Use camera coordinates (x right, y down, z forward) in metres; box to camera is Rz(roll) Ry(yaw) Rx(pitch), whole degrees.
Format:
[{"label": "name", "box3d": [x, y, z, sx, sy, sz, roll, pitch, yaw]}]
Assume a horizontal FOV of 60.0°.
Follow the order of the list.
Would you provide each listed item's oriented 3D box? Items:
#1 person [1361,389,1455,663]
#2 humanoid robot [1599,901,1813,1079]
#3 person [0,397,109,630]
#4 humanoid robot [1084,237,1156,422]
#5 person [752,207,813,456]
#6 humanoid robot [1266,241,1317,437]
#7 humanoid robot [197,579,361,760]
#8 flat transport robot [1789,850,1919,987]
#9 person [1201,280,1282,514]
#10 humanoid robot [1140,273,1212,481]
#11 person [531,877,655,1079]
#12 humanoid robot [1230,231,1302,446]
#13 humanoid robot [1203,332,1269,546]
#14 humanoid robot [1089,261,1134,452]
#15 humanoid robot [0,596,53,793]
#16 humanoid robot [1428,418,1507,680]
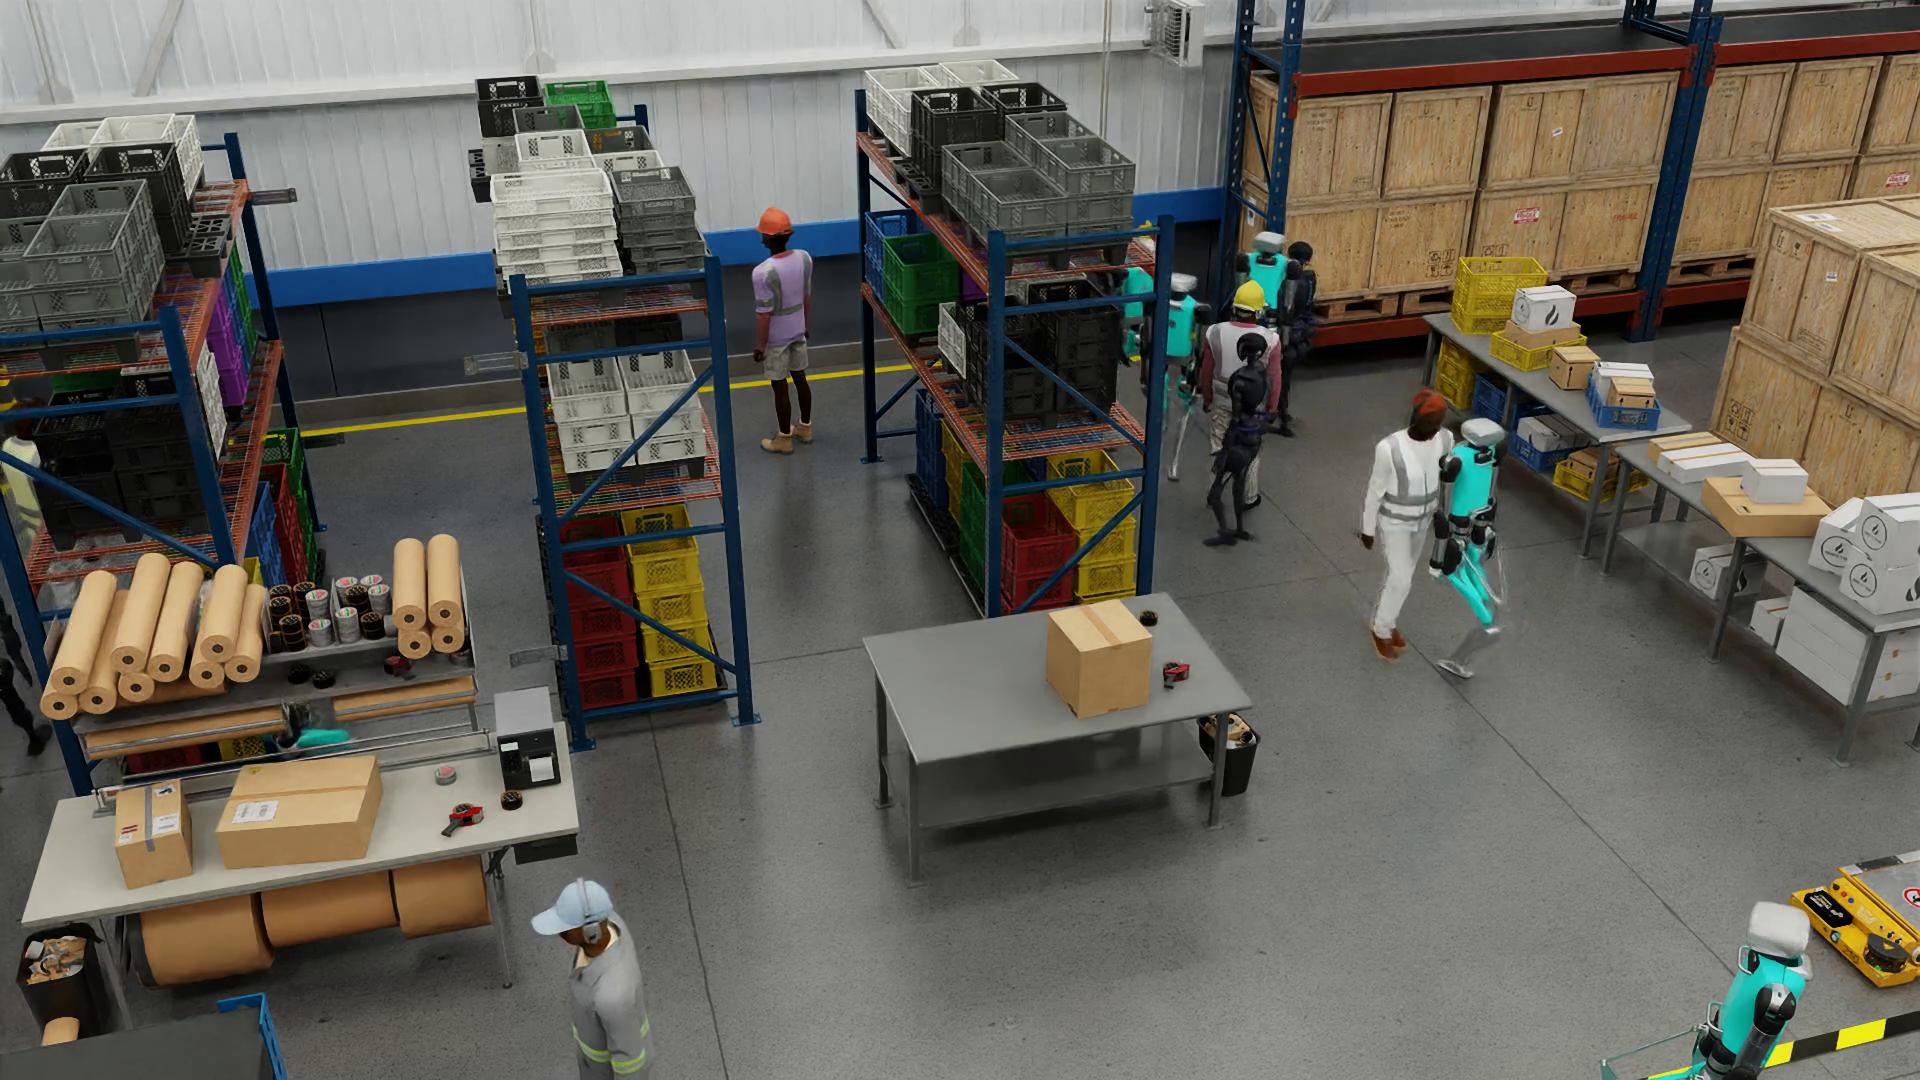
[{"label": "person", "box3d": [2.911, -0.079, 10.641, 0.582, 1.865, 0.569, -14, 32, -24]}, {"label": "humanoid robot", "box3d": [2.862, 2.101, 6.675, 0.735, 1.677, 0.533, 12, 31, 21]}, {"label": "person", "box3d": [-5.725, -0.069, 10.665, 0.640, 1.840, 0.458, 16, 33, 27]}, {"label": "humanoid robot", "box3d": [1.290, -1.704, 13.743, 0.532, 1.773, 0.766, -15, 32, -26]}, {"label": "person", "box3d": [-1.435, -1.667, 13.356, 0.371, 2.044, 0.605, 20, 35, 32]}, {"label": "humanoid robot", "box3d": [2.674, -1.667, 13.732, 0.590, 1.654, 0.422, -26, 38, -38]}, {"label": "humanoid robot", "box3d": [-3.598, 0.894, 8.986, 0.564, 1.745, 0.818, 20, 34, 31]}, {"label": "flat transport robot", "box3d": [5.163, 1.916, 8.676, 1.431, 0.231, 0.659, -8, 30, -14]}, {"label": "person", "box3d": [2.103, -1.061, 12.468, 0.597, 1.832, 0.404, 10, 30, 18]}, {"label": "humanoid robot", "box3d": [1.704, -1.281, 12.981, 0.536, 1.808, 0.690, 11, 31, 20]}, {"label": "person", "box3d": [-1.430, 2.101, 6.695, 0.392, 1.850, 0.598, -9, 30, -17]}, {"label": "humanoid robot", "box3d": [2.364, -1.545, 13.446, 0.537, 1.780, 0.775, 13, 32, 23]}, {"label": "humanoid robot", "box3d": [2.030, -0.733, 12.021, 0.344, 1.649, 0.584, 13, 32, 23]}, {"label": "humanoid robot", "box3d": [1.172, -1.451, 13.339, 0.331, 1.658, 0.600, 14, 32, 24]}, {"label": "humanoid robot", "box3d": [-5.682, 0.684, 9.515, 0.601, 1.624, 0.795, -4, 29, -7]}, {"label": "humanoid robot", "box3d": [3.267, 0.158, 10.363, 0.550, 1.804, 0.738, -19, 34, -30]}]
